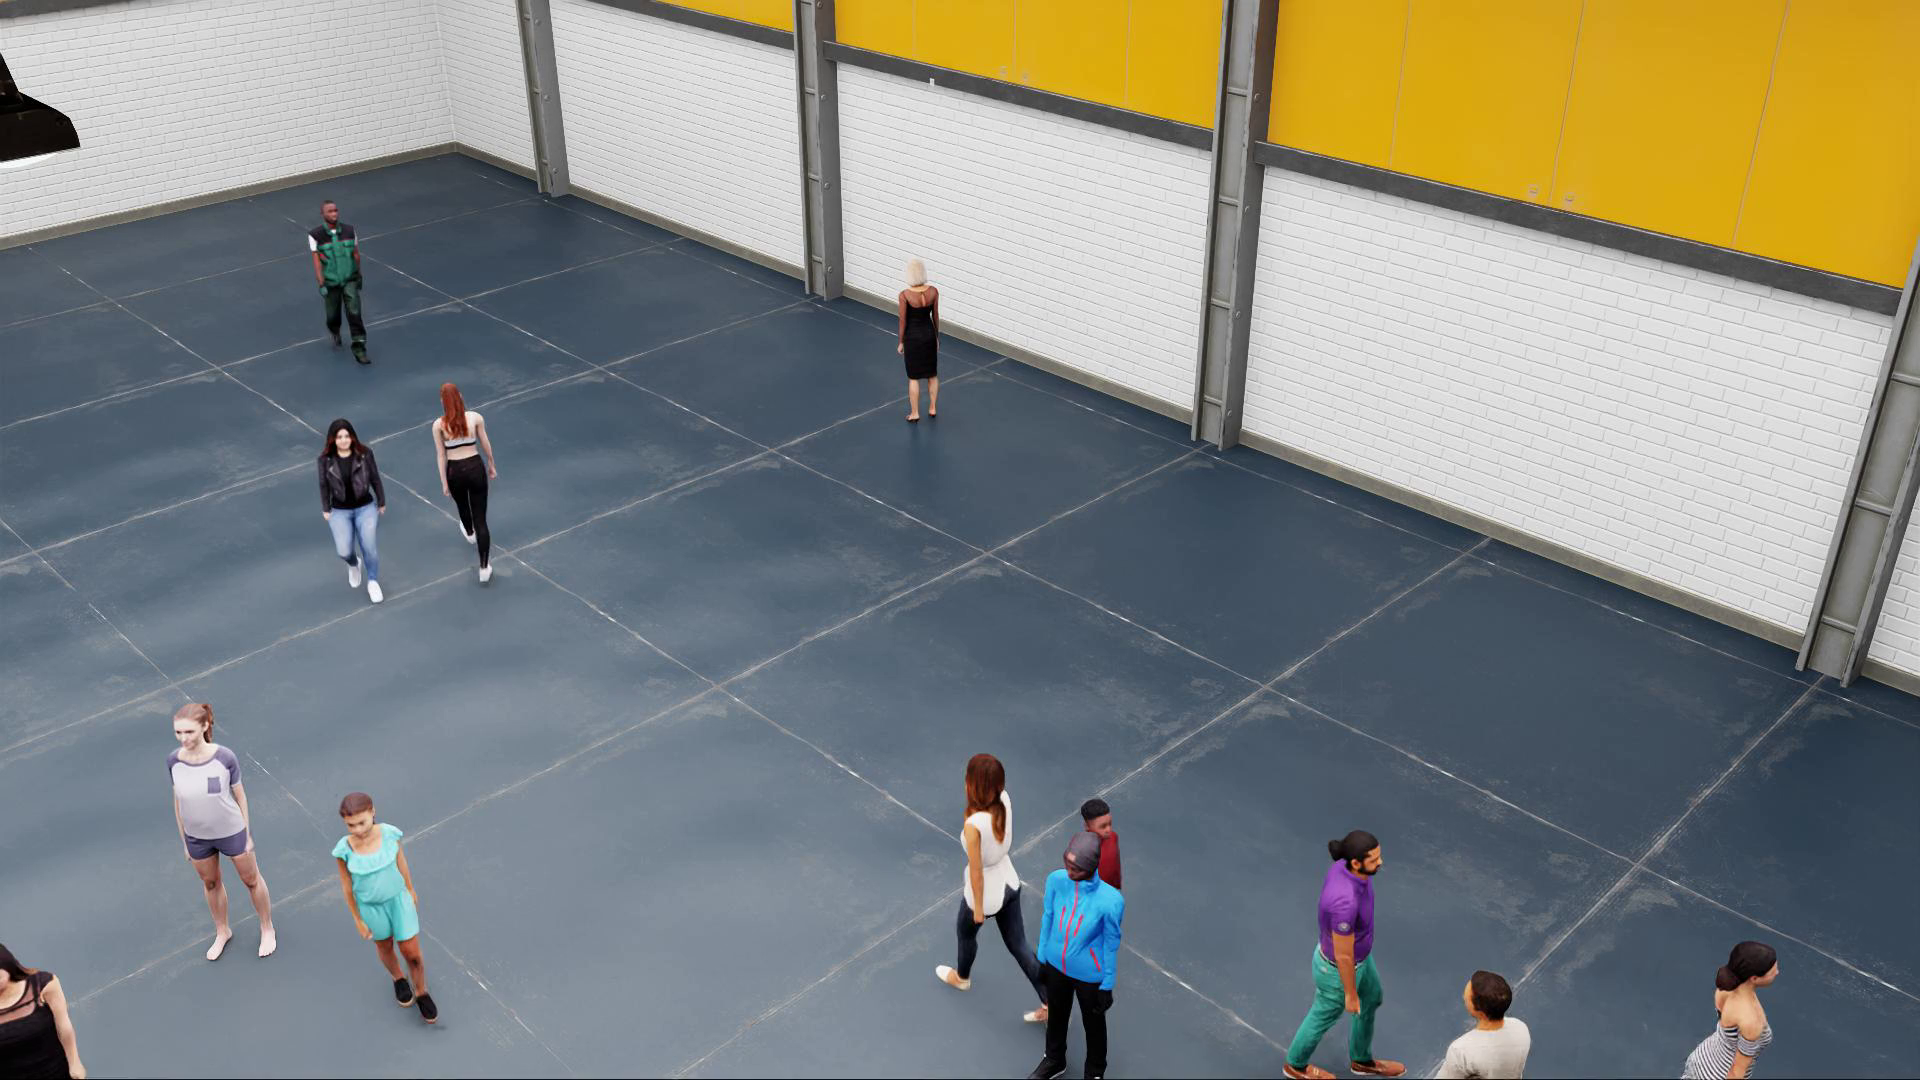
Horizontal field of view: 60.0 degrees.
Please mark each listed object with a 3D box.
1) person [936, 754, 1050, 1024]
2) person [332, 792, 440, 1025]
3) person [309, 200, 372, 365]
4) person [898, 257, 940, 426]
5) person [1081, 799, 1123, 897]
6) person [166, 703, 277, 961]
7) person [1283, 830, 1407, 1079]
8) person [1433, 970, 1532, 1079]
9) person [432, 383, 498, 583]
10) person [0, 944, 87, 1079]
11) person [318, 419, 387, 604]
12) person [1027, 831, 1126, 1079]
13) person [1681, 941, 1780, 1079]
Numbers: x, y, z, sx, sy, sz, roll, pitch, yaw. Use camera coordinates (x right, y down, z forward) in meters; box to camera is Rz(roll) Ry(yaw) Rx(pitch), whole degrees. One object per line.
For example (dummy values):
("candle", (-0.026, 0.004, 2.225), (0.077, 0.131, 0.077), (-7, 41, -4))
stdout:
("person", (0.262, 2.026, 9.401), (1.129, 1.747, 0.692), (20, 34, 32))
("person", (-3.351, 2.042, 9.583), (0.676, 1.544, 0.787), (-13, 31, -23))
("person", (-6.849, -2.849, 18.266), (0.816, 1.816, 1.159), (-18, 34, -30))
("person", (-0.404, -2.000, 16.785), (0.658, 1.744, 0.644), (-11, 31, -19))
("person", (0.744, 2.046, 9.884), (0.545, 1.248, 0.523), (-18, 34, -30))
("person", (-4.427, 1.728, 9.925), (0.685, 1.768, 0.736), (-2, 29, -4))
("person", (1.966, 2.258, 8.971), (1.014, 1.751, 0.885), (10, 30, 18))
("person", (2.479, 2.843, 7.878), (0.762, 1.771, 1.176), (-18, 34, -30))
("person", (-4.132, -0.454, 14.002), (0.951, 1.694, 1.262), (-10, 30, -18))
("person", (-4.658, 2.634, 8.376), (0.834, 1.662, 1.133), (-14, 32, -24))
("person", (-5.017, -0.269, 13.742), (0.769, 1.620, 0.799), (-11, 30, -19))
("person", (0.642, 2.268, 8.900), (0.559, 1.801, 0.721), (16, 33, 27))
("person", (3.610, 2.681, 8.175), (1.136, 1.770, 1.022), (3, 29, 5))
